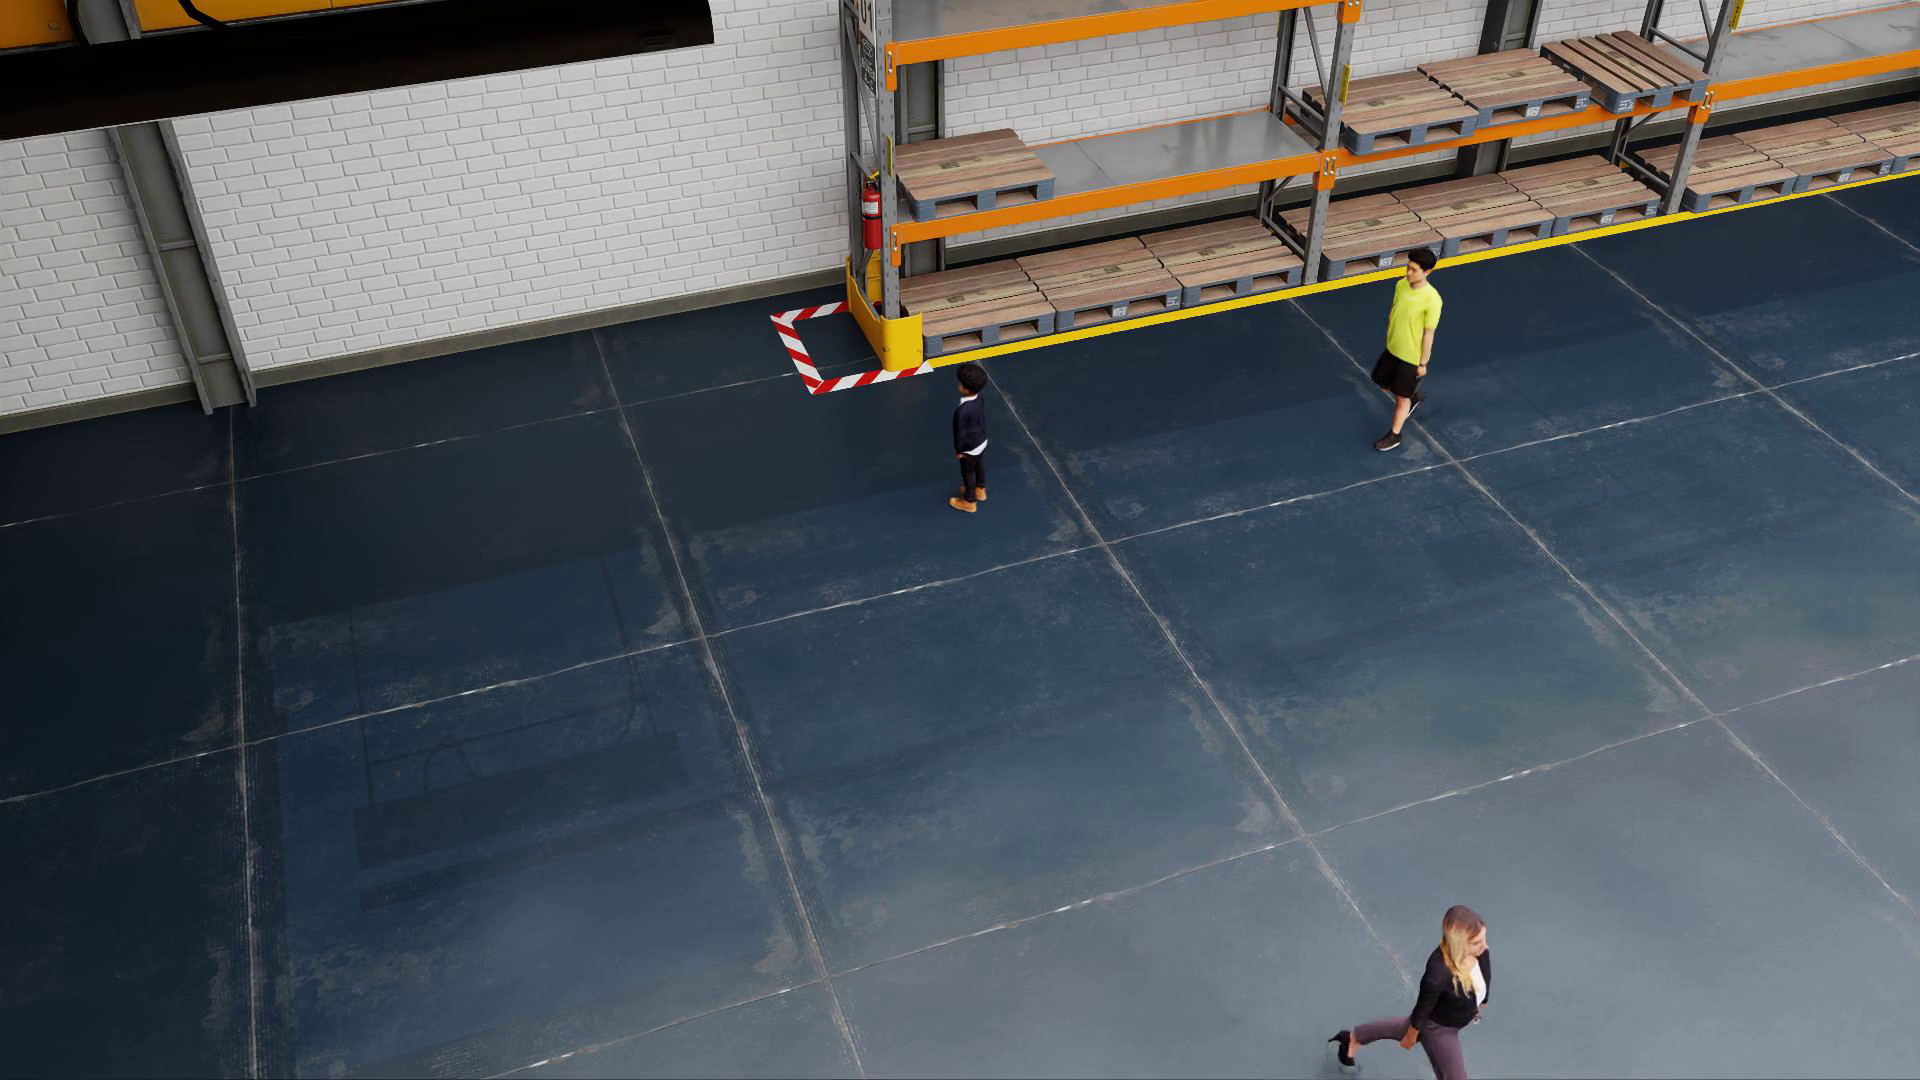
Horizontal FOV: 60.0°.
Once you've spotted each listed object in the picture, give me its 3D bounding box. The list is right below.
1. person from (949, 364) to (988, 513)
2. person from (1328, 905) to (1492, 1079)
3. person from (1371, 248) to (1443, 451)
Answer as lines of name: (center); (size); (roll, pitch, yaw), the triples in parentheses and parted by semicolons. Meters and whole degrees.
person: (0.087, -0.759, 12.211); (0.639, 1.224, 0.567); (21, 43, 24)
person: (2.238, 2.284, 8.077); (1.025, 1.629, 1.091); (25, 45, 28)
person: (3.489, -1.491, 12.752); (0.867, 1.694, 0.715); (-21, 43, -24)
